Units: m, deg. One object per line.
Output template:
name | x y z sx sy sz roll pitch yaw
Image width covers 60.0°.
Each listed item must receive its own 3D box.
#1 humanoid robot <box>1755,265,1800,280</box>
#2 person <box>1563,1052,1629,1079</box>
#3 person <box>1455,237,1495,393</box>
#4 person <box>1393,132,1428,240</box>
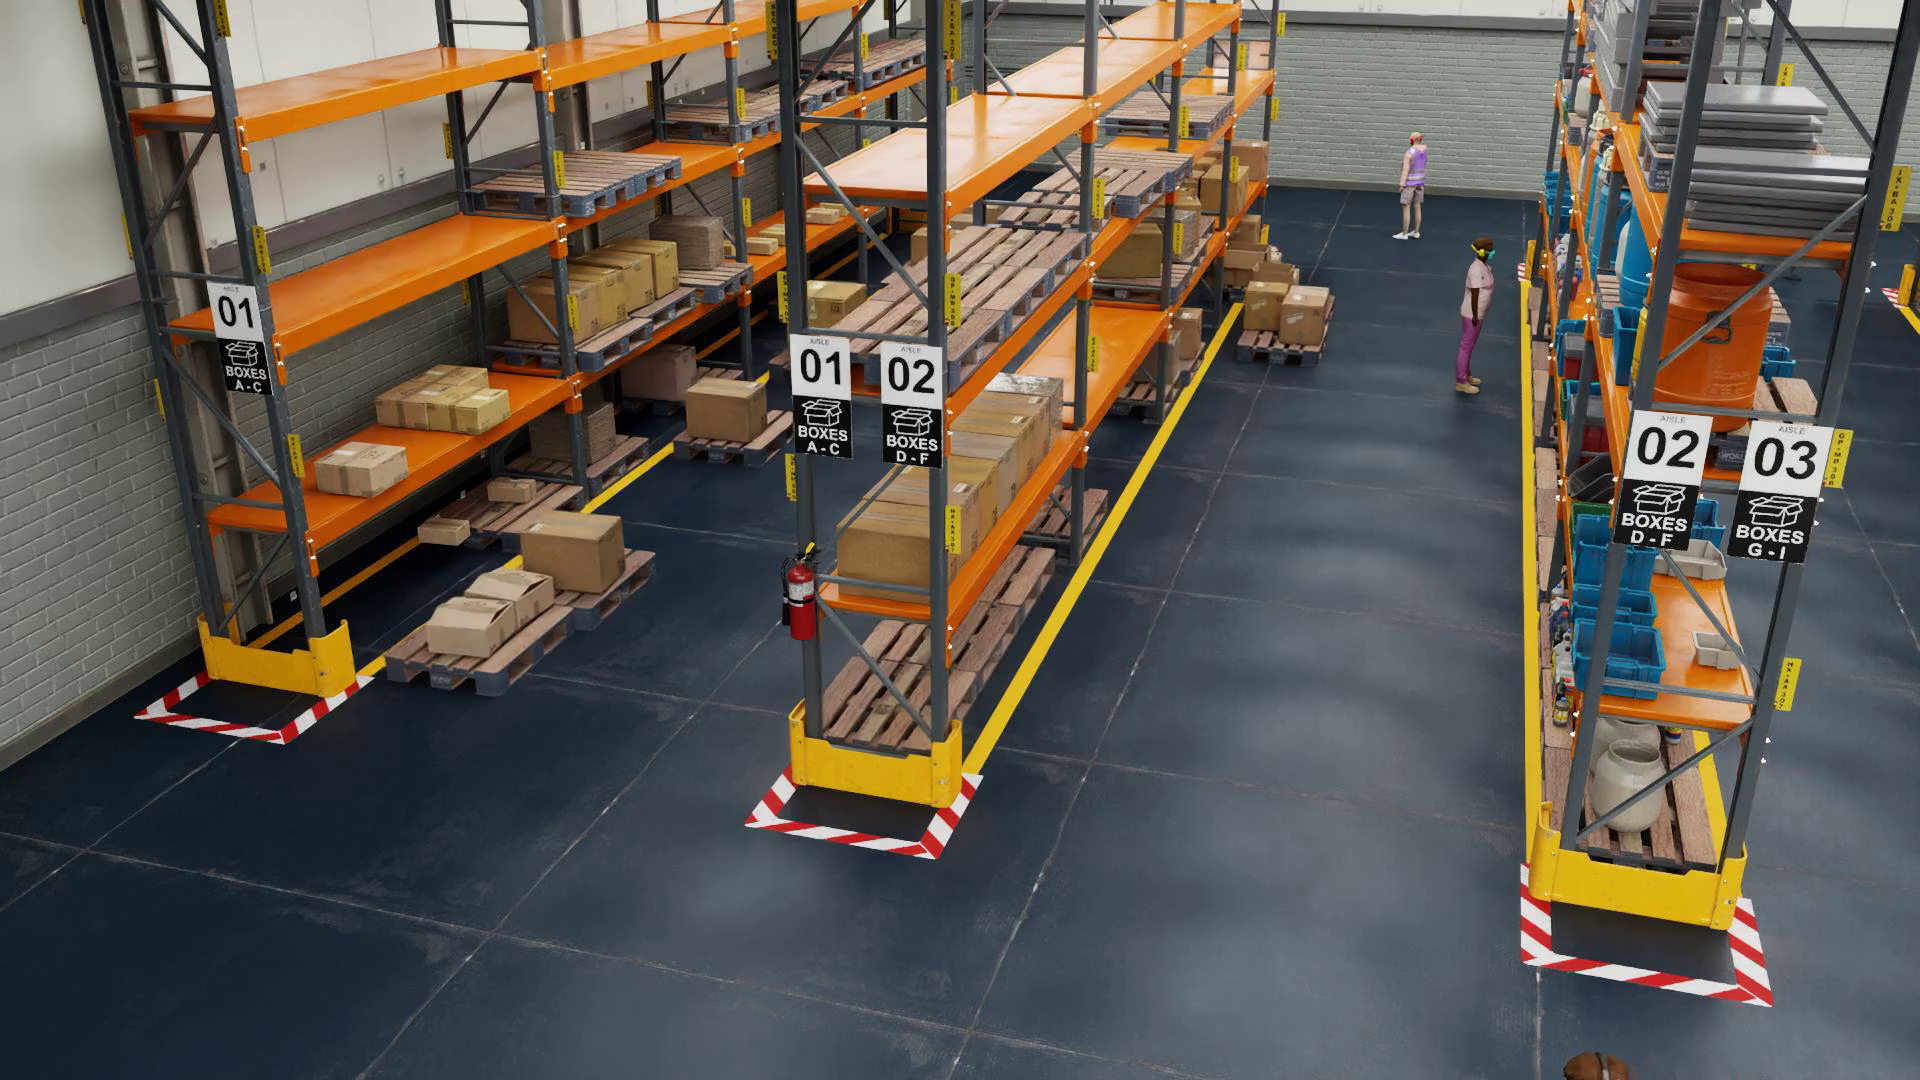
humanoid robot | 11.967 -4.616 24.132 0.724 1.623 0.609 21 31 40
person | 2.412 2.799 6.748 0.922 1.802 0.640 6 24 13
person | 5.991 -2.623 19.323 0.331 1.801 0.518 9 25 20
person | 7.184 -5.620 26.415 0.488 1.688 0.350 -14 27 -29
